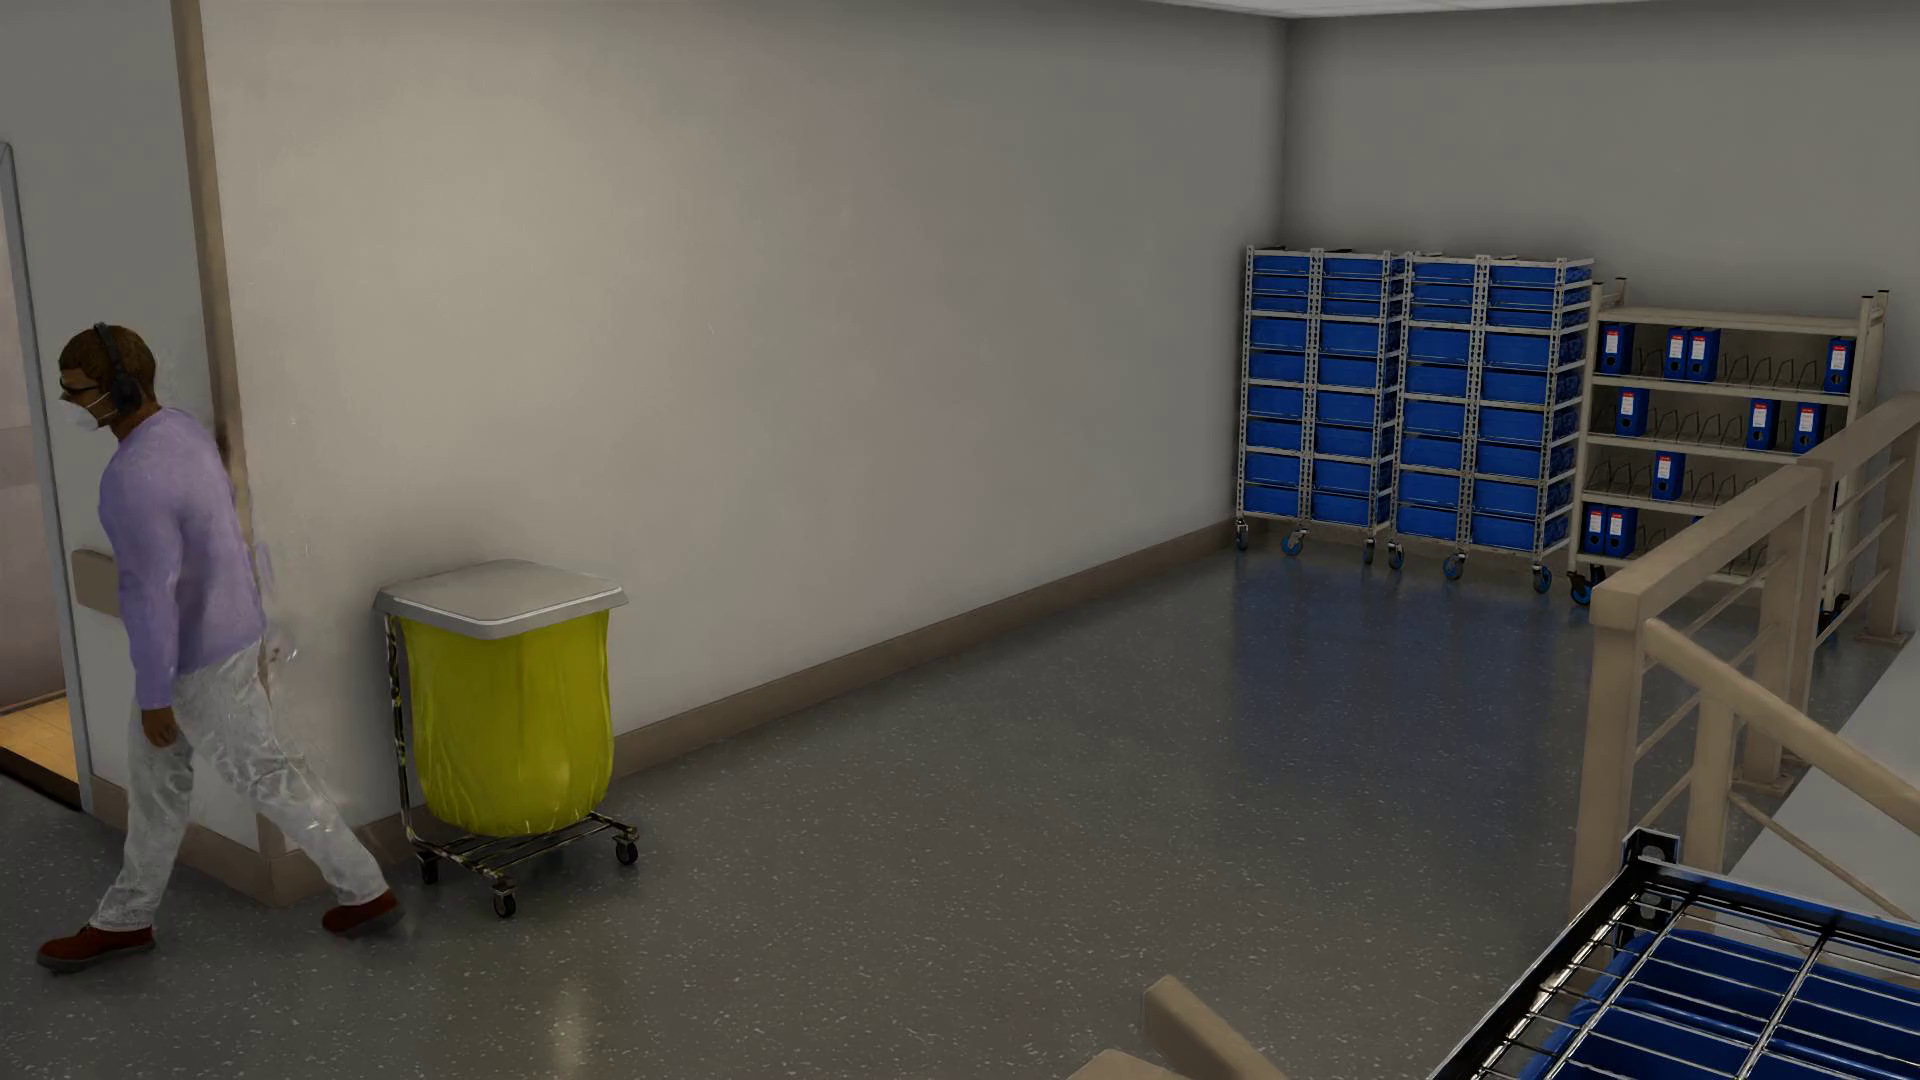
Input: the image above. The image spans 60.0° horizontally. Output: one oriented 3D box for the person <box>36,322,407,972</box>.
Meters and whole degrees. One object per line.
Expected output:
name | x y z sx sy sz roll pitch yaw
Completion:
person | -2.131 0.311 4.719 1.001 1.888 0.664 -4 14 -15
